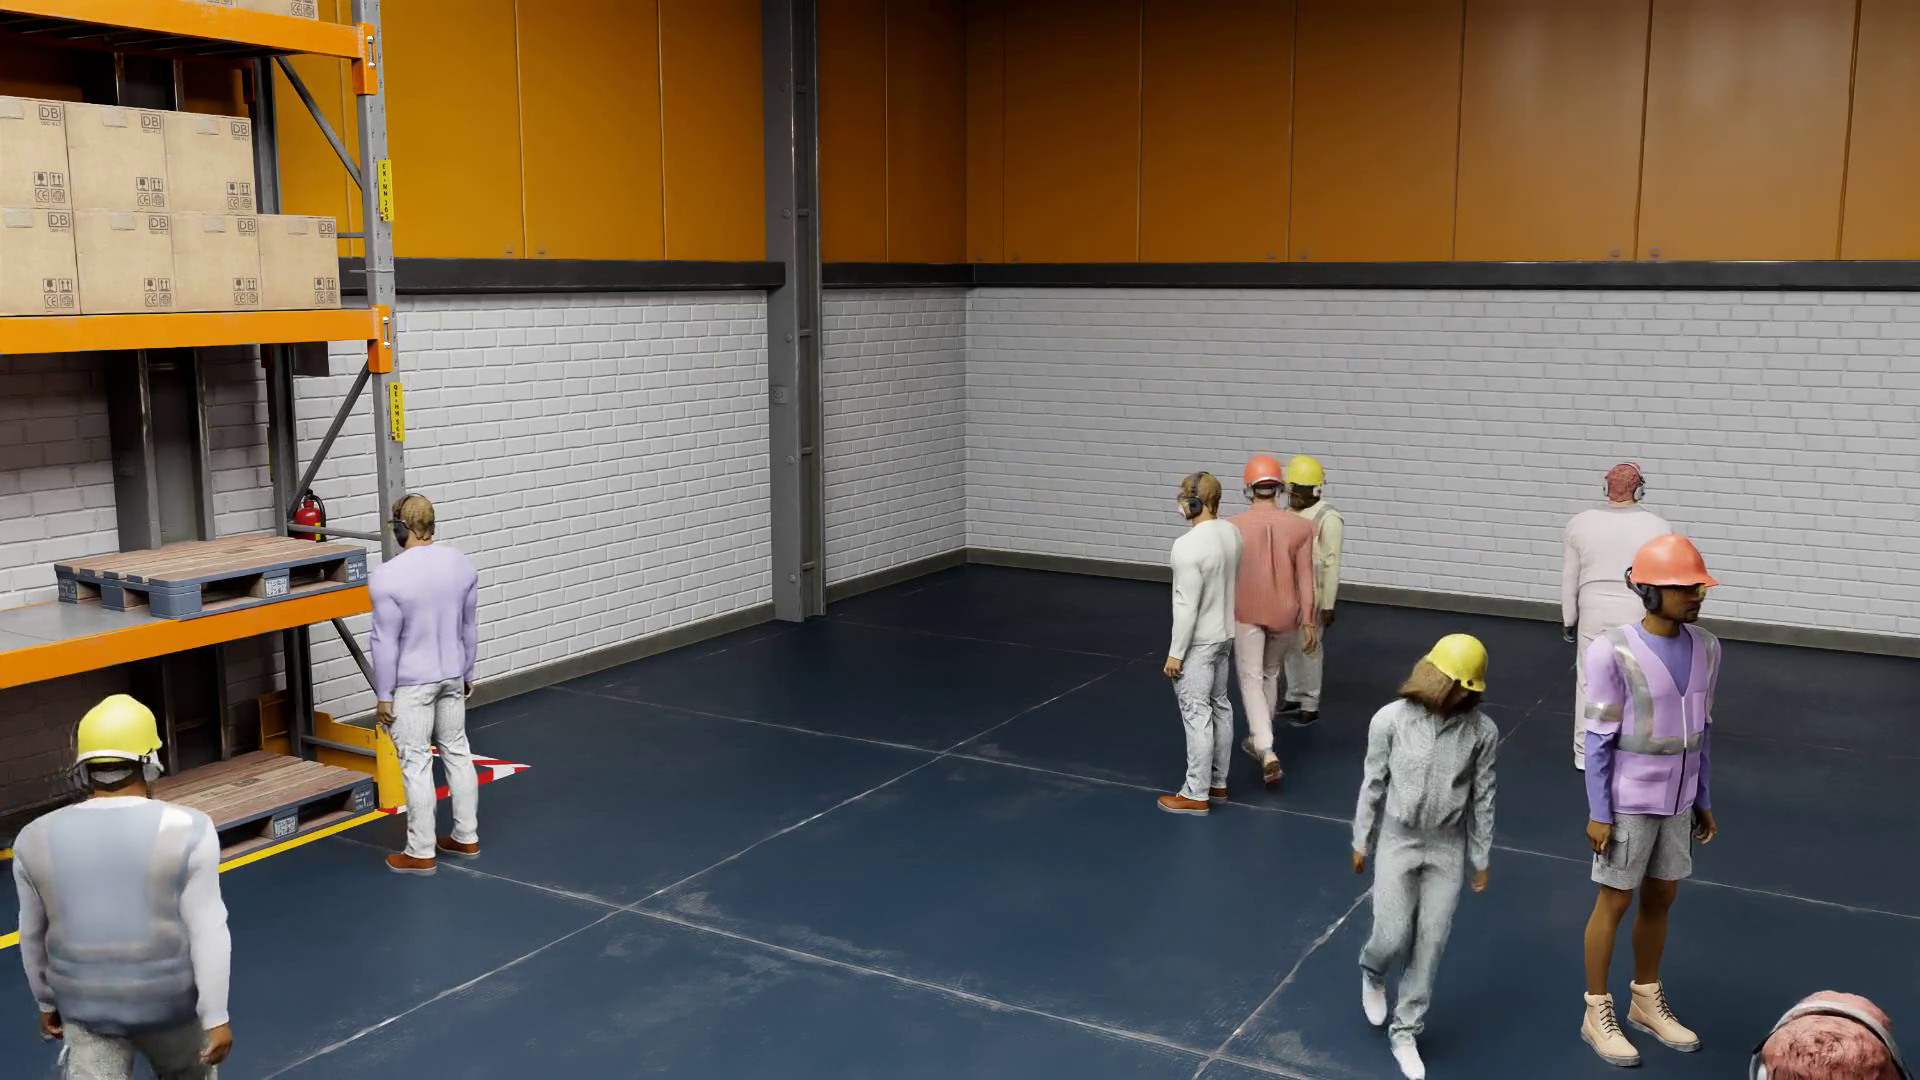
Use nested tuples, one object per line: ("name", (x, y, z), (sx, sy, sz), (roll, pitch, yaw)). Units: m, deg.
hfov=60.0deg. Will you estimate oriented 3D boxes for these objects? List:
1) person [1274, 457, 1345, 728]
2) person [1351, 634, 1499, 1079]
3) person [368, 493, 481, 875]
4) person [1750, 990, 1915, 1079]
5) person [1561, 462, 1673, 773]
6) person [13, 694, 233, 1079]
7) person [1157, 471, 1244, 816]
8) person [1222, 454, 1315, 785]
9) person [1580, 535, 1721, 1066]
("person", (2.302, 0.344, 11.184), (0.417, 1.818, 0.635), (-4, 10, -24))
("person", (1.764, 1.167, 6.371), (0.527, 1.701, 0.474), (0, 9, 1))
("person", (-2.711, 0.722, 8.459), (0.358, 1.931, 0.628), (6, 11, 34))
("person", (1.362, 1.662, 2.713), (0.637, 1.899, 0.395), (7, 12, 38))
("person", (3.964, 0.481, 10.034), (0.641, 1.910, 0.401), (6, 11, 34))
("person", (-2.486, 1.341, 5.042), (0.630, 1.778, 0.918), (-1, 9, -6))
("person", (1.349, 0.576, 9.346), (0.372, 1.940, 0.632), (6, 11, 34))
("person", (1.836, 0.469, 10.012), (0.629, 1.958, 0.979), (-1, 9, -4))
("person", (2.675, 0.990, 6.420), (0.607, 2.048, 0.368), (-4, 10, -23))
